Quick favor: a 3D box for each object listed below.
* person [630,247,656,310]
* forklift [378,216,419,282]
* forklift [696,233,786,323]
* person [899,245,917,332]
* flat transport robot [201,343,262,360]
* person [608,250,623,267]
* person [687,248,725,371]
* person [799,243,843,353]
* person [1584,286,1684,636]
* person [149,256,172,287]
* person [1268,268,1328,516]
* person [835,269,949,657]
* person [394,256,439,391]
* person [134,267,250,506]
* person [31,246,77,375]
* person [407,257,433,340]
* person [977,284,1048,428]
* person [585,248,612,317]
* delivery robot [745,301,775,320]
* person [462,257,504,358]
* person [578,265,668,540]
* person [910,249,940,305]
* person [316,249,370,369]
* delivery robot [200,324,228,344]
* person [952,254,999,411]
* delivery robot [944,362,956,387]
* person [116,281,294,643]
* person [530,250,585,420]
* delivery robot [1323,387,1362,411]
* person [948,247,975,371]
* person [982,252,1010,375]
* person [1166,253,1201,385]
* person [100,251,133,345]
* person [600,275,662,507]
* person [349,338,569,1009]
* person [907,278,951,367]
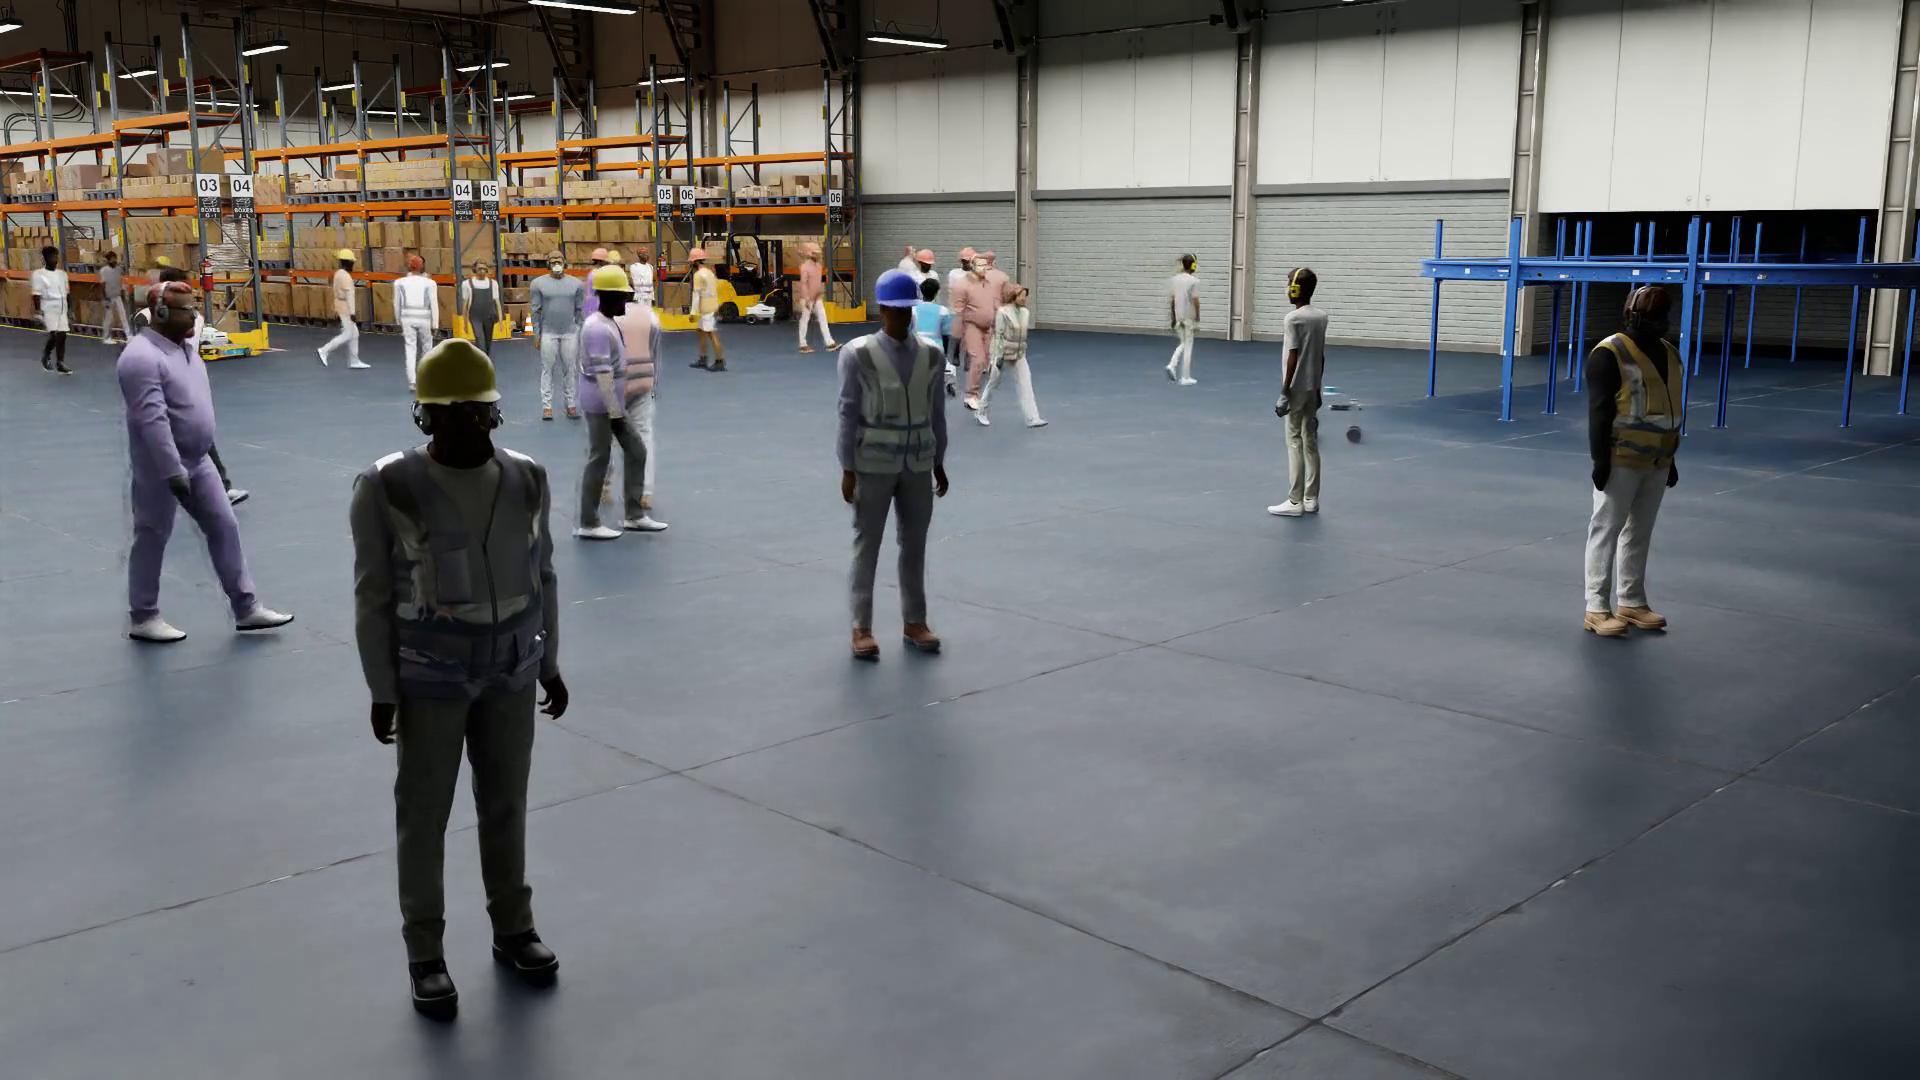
[{"bbox_3d":[-5.954,-4.558,31.325,0.353,1.879,0.578,6,12,29],"label":"person"},{"bbox_3d":[-17.868,-9.201,54.028,1.873,2.768,1.129,-10,14,-44],"label":"forklift"},{"bbox_3d":[-5.496,-6.489,41.108,2.313,2.155,1.214,-10,14,-44],"label":"forklift"},{"bbox_3d":[-1.030,-5.115,34.322,0.405,1.912,0.678,-3,11,-18],"label":"person"},{"bbox_3d":[-12.845,-3.276,28.837,0.652,0.197,1.431,2,11,13],"label":"flat transport robot"},{"bbox_3d":[-6.768,-4.717,32.352,0.604,1.817,0.608,3,11,15],"label":"person"},{"bbox_3d":[-4.036,-3.599,26.031,0.756,1.898,0.552,2,11,9],"label":"person"},{"bbox_3d":[-2.543,-4.331,29.860,0.938,1.955,0.653,7,12,33],"label":"person"},{"bbox_3d":[3.613,-0.425,8.885,0.620,1.845,0.430,-6,12,-28],"label":"person"},{"bbox_3d":[-14.379,-4.258,30.114,0.511,1.721,0.853,3,11,18],"label":"person"},{"bbox_3d":[2.576,-1.124,12.642,0.314,1.862,0.536,10,14,43],"label":"person"},{"bbox_3d":[-0.333,-0.389,8.405,0.614,1.945,0.404,-6,12,-28],"label":"person"},{"bbox_3d":[-7.452,-2.973,22.834,0.592,1.827,1.042,-2,11,-12],"label":"person"},{"bbox_3d":[-6.021,-1.154,12.814,1.019,1.863,0.612,6,12,28],"label":"person"},{"bbox_3d":[-13.765,-3.488,25.307,0.411,1.951,0.606,4,11,19],"label":"person"},{"bbox_3d":[-11.026,-4.929,33.871,0.568,1.679,0.540,10,14,42],"label":"person"},{"bbox_3d":[0.549,-2.037,18.408,0.538,1.576,0.945,-9,14,-42],"label":"person"},{"bbox_3d":[-5.365,-3.404,24.922,0.641,1.911,0.585,-2,11,-12],"label":"person"},{"bbox_3d":[-4.773,-5.464,39.736,0.707,0.478,0.477,-2,11,-12],"label":"delivery robot"},{"bbox_3d":[-6.882,-3.160,23.914,0.526,1.807,0.949,-6,12,-31],"label":"person"},{"bbox_3d":[-2.357,-0.948,11.576,0.751,1.898,0.611,0,10,-2],"label":"person"},{"bbox_3d":[-0.604,-3.536,25.695,0.579,1.903,0.721,-8,13,-38],"label":"person"},{"bbox_3d":[-9.801,-3.649,26.315,0.717,1.901,0.583,-5,11,-23],"label":"person"},{"bbox_3d":[-13.365,-3.606,29.609,0.707,0.478,0.477,7,13,35],"label":"delivery robot"},{"bbox_3d":[0.258,-2.516,20.179,0.600,1.887,0.648,9,14,40],"label":"person"},{"bbox_3d":[-0.285,-2.254,22.232,0.477,0.478,0.707,-2,11,-13],"label":"delivery robot"},{"bbox_3d":[-3.972,-0.388,8.625,0.905,1.870,0.659,1,10,5],"label":"person"},{"bbox_3d":[-4.640,-2.376,19.261,0.629,1.940,0.379,-4,11,-21],"label":"person"},{"bbox_3d":[3.828,-1.478,17.291,0.698,0.223,0.335,3,11,14],"label":"delivery robot"},{"bbox_3d":[0.088,-3.600,25.981,0.560,1.919,0.466,-2,11,-11],"label":"person"},{"bbox_3d":[0.433,-3.457,25.386,0.657,1.867,0.945,0,10,1],"label":"person"},{"bbox_3d":[3.198,-3.138,23.638,0.436,1.858,0.551,-8,13,-38],"label":"person"},{"bbox_3d":[-16.291,-4.664,32.104,0.976,1.795,0.591,5,12,26],"label":"person"},{"bbox_3d":[-2.697,-1.191,13.143,0.646,1.808,0.830,-9,14,-40],"label":"person"},{"bbox_3d":[-1.367,0.360,4.628,0.586,1.835,0.404,-8,13,-39],"label":"person"},{"bbox_3d":[-0.377,-1.965,17.800,0.581,1.659,0.640,-1,10,-5],"label":"person"}]
